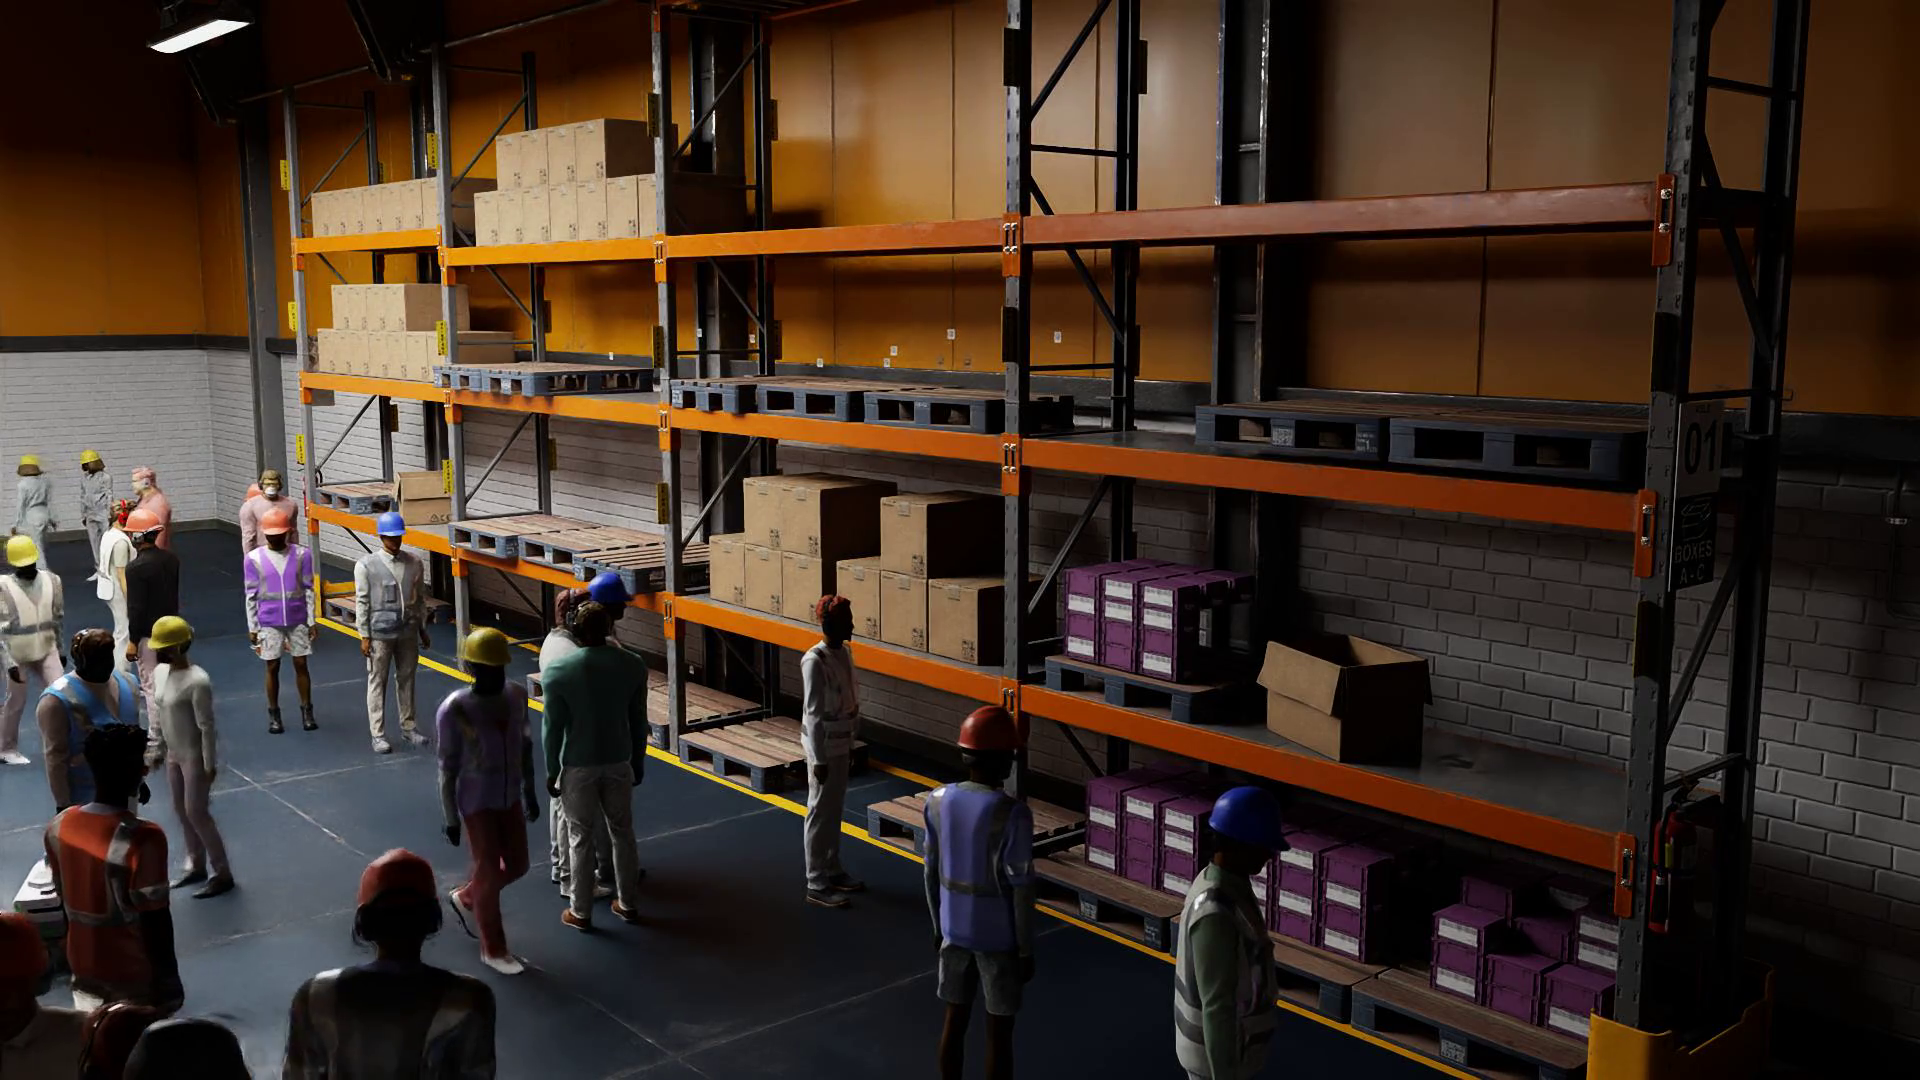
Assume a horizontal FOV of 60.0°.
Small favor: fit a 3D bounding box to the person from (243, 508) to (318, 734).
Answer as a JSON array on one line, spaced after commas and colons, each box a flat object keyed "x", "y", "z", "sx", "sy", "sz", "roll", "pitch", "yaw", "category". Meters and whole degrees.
[{"x": -5.721, "y": 0.679, "z": 14.042, "sx": 0.548, "sy": 1.926, "sz": 0.389, "roll": -5, "pitch": 9, "yaw": -29, "category": "person"}]

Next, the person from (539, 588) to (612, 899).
[{"x": -2.353, "y": 1.234, "z": 10.237, "sx": 0.402, "sy": 1.906, "sz": 0.651, "roll": -3, "pitch": 9, "yaw": -21, "category": "person"}]

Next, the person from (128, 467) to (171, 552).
[{"x": -8.572, "y": 0.174, "z": 17.616, "sx": 0.405, "sy": 1.906, "sz": 0.677, "roll": -7, "pitch": 11, "yaw": -40, "category": "person"}]

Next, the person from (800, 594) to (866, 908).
[{"x": -0.775, "y": 1.264, "z": 10.106, "sx": 0.359, "sy": 1.883, "sz": 0.573, "roll": 3, "pitch": 9, "yaw": 17, "category": "person"}]

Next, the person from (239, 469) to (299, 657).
[{"x": -7.062, "y": 0.230, "z": 17.109, "sx": 0.376, "sy": 1.937, "sz": 0.629, "roll": 6, "pitch": 10, "yaw": 35, "category": "person"}]

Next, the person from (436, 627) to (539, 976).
[{"x": -2.609, "y": 1.394, "z": 9.085, "sx": 0.581, "sy": 1.913, "sz": 0.596, "roll": 5, "pitch": 10, "yaw": 33, "category": "person"}]

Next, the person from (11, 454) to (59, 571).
[{"x": -11.658, "y": -0.217, "z": 20.935, "sx": 0.474, "sy": 1.713, "sz": 0.595, "roll": 2, "pitch": 8, "yaw": 15, "category": "person"}]

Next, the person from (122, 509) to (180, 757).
[{"x": -6.489, "y": 0.740, "z": 13.360, "sx": 0.381, "sy": 1.995, "sz": 0.611, "roll": 1, "pitch": 8, "yaw": 5, "category": "person"}]

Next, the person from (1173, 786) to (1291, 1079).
[{"x": 0.965, "y": 1.829, "z": 5.985, "sx": 0.398, "sy": 1.939, "sz": 0.602, "roll": 1, "pitch": 8, "yaw": 10, "category": "person"}]

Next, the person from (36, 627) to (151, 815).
[{"x": -4.810, "y": 1.396, "z": 9.330, "sx": 0.430, "sy": 1.845, "sz": 0.624, "roll": 3, "pitch": 9, "yaw": 21, "category": "person"}]

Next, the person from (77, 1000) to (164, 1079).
[{"x": -2.076, "y": 2.105, "z": 4.306, "sx": 0.360, "sy": 1.876, "sz": 0.579, "roll": 8, "pitch": 11, "yaw": 43, "category": "person"}]

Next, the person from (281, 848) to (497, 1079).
[{"x": -1.767, "y": 1.956, "z": 5.072, "sx": 0.689, "sy": 1.962, "sz": 1.075, "roll": 0, "pitch": 8, "yaw": -1, "category": "person"}]

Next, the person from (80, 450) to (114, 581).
[{"x": -11.225, "y": -0.315, "z": 21.621, "sx": 0.491, "sy": 1.729, "sz": 0.324, "roll": 2, "pitch": 8, "yaw": 15, "category": "person"}]

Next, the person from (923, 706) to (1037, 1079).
[{"x": 0.103, "y": 1.665, "z": 7.139, "sx": 0.547, "sy": 1.934, "sz": 0.376, "roll": 6, "pitch": 10, "yaw": 36, "category": "person"}]

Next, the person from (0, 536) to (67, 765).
[{"x": -7.207, "y": 0.875, "z": 12.915, "sx": 0.923, "sy": 1.858, "sz": 0.596, "roll": 5, "pitch": 10, "yaw": 32, "category": "person"}]

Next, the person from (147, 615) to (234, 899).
[{"x": -4.760, "y": 1.315, "z": 10.198, "sx": 0.534, "sy": 1.756, "sz": 0.355, "roll": 6, "pitch": 10, "yaw": 37, "category": "person"}]

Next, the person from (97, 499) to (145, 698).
[{"x": -7.701, "y": 0.545, "z": 15.273, "sx": 0.397, "sy": 1.836, "sz": 0.562, "roll": -5, "pitch": 10, "yaw": -32, "category": "person"}]

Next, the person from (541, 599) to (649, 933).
[{"x": -2.114, "y": 1.305, "z": 9.676, "sx": 0.630, "sy": 1.931, "sz": 0.369, "roll": -5, "pitch": 10, "yaw": -31, "category": "person"}]

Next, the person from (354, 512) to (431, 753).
[{"x": -4.608, "y": 0.738, "z": 13.530, "sx": 0.389, "sy": 1.949, "sz": 0.604, "roll": 8, "pitch": 11, "yaw": 43, "category": "person"}]

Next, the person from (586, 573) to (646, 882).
[{"x": -2.234, "y": 1.173, "z": 10.510, "sx": 0.391, "sy": 1.949, "sz": 0.602, "roll": -4, "pitch": 9, "yaw": -24, "category": "person"}]

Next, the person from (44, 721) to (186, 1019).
[{"x": -3.415, "y": 1.704, "z": 6.791, "sx": 0.607, "sy": 1.957, "sz": 0.364, "roll": 4, "pitch": 9, "yaw": 24, "category": "person"}]

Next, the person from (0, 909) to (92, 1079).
[{"x": -2.641, "y": 1.991, "z": 4.714, "sx": 0.627, "sy": 1.985, "sz": 0.409, "roll": -3, "pitch": 9, "yaw": -21, "category": "person"}]

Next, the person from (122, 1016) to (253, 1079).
[{"x": -1.761, "y": 2.051, "z": 4.092, "sx": 1.068, "sy": 2.000, "sz": 0.694, "roll": -6, "pitch": 10, "yaw": -36, "category": "person"}]
